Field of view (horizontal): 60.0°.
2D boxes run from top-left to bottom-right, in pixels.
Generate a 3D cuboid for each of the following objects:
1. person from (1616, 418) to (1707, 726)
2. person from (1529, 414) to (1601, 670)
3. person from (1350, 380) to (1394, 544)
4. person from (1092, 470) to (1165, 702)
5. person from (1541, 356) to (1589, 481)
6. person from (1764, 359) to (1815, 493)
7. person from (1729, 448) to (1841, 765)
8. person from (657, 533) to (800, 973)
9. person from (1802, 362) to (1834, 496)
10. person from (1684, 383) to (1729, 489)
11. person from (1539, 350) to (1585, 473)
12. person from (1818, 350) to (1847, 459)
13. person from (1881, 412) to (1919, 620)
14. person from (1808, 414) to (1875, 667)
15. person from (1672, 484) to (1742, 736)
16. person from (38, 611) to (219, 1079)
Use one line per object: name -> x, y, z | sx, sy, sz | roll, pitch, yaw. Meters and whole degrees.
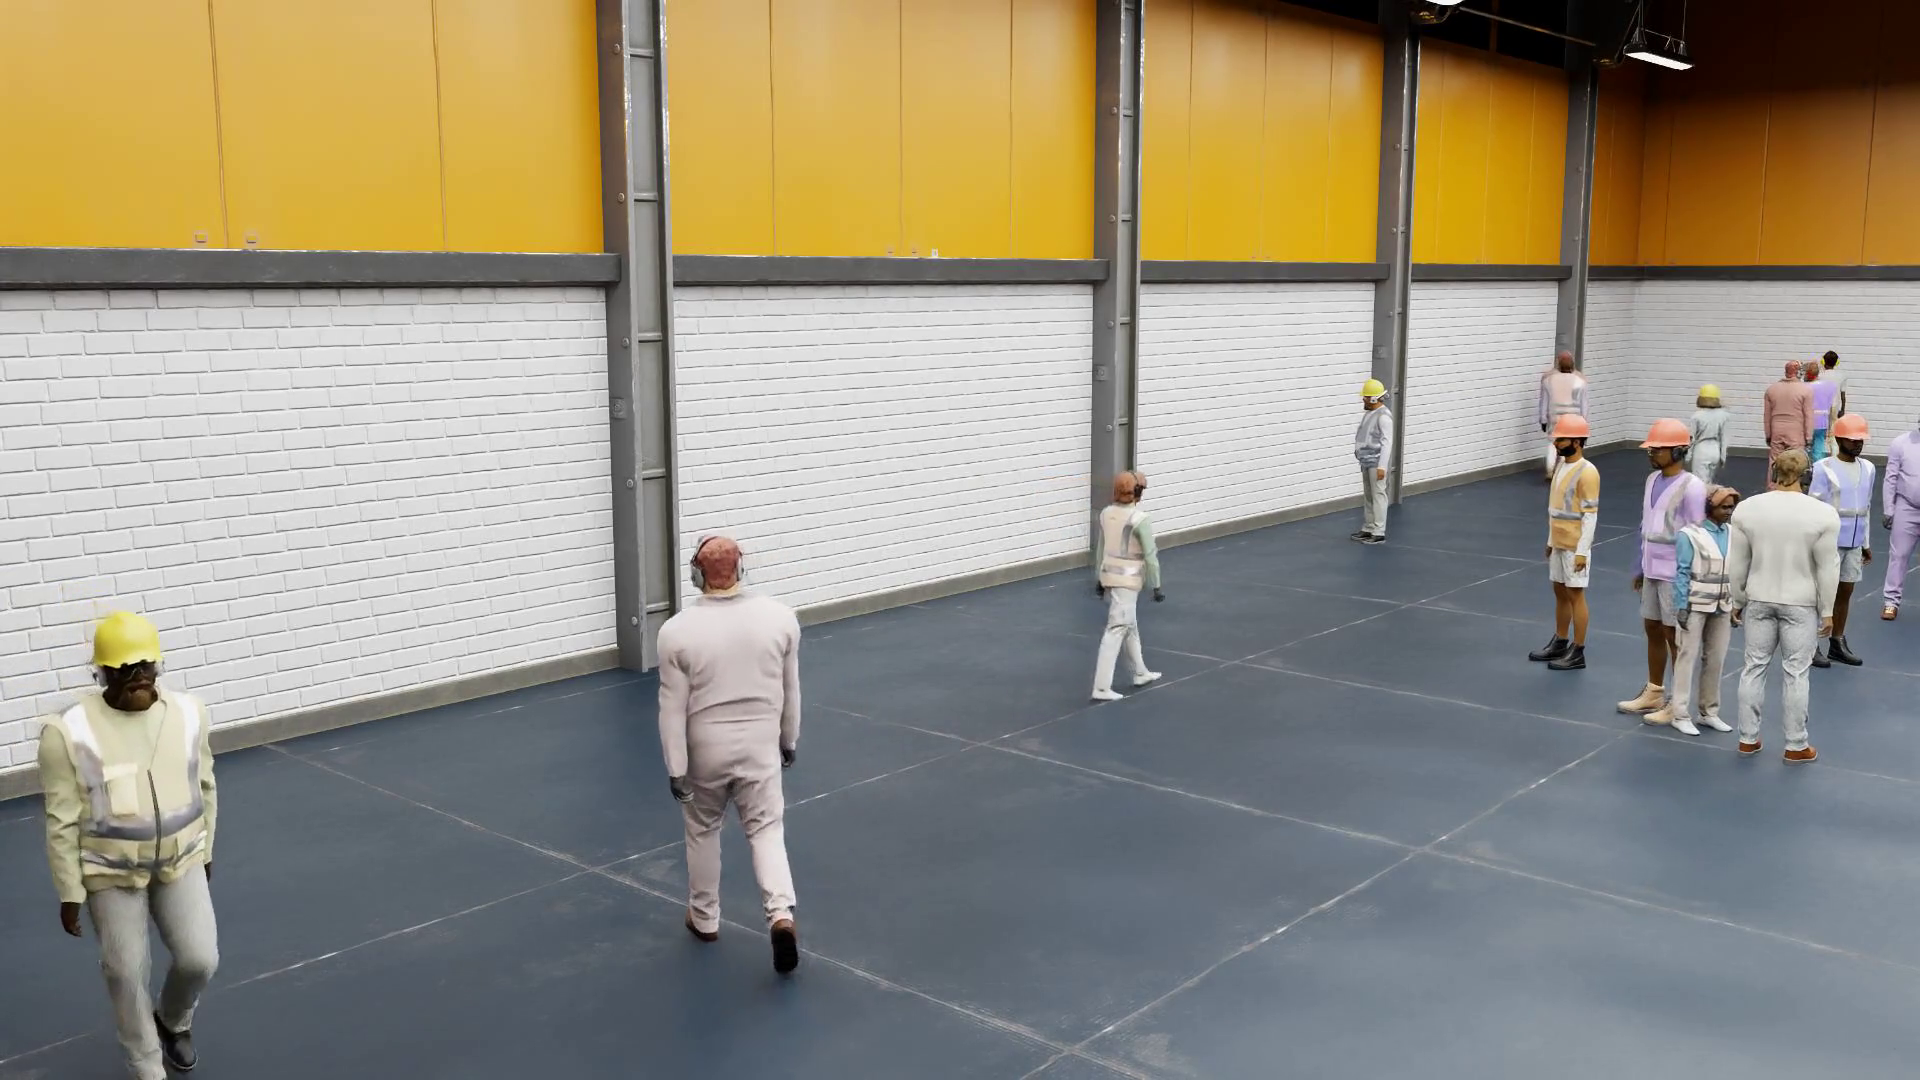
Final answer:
person -> 4.656, 0.211, 11.029 | 0.391, 2.040, 0.615 | -1, 9, -8
person -> 4.590, 0.015, 12.581 | 0.369, 1.939, 0.542 | -1, 9, -5
person -> 4.584, -0.866, 18.468 | 0.404, 1.827, 0.589 | -1, 9, -5
person -> 1.219, 0.318, 11.707 | 0.802, 1.606, 0.516 | -5, 10, -29
person -> 8.613, -1.695, 23.688 | 0.628, 1.829, 0.452 | 6, 11, 33
person -> 10.577, -1.339, 21.188 | 0.405, 1.909, 0.636 | -6, 11, -34
person -> 5.020, 0.403, 10.163 | 0.627, 1.935, 0.373 | 8, 12, 43
person -> -0.973, 0.907, 7.185 | 0.647, 1.876, 0.845 | -3, 10, -21
person -> 11.325, -1.442, 22.108 | 0.610, 1.822, 0.400 | -2, 9, -10
person -> 8.768, -0.973, 19.487 | 0.492, 1.719, 0.774 | -1, 9, -8
person -> 8.951, -1.887, 24.727 | 0.660, 1.879, 0.879 | 5, 10, 27
person -> 12.809, -1.863, 24.596 | 0.526, 1.869, 0.315 | 1, 9, 8
person -> 8.268, -0.236, 14.271 | 0.636, 1.905, 0.406 | 4, 10, 23
person -> 6.705, 0.005, 12.650 | 0.552, 1.937, 0.356 | -2, 9, -14
person -> 4.866, 0.451, 10.813 | 0.515, 1.631, 0.333 | -3, 9, -16
person -> -2.900, 1.142, 5.884 | 0.596, 1.818, 0.423 | -9, 12, -43
